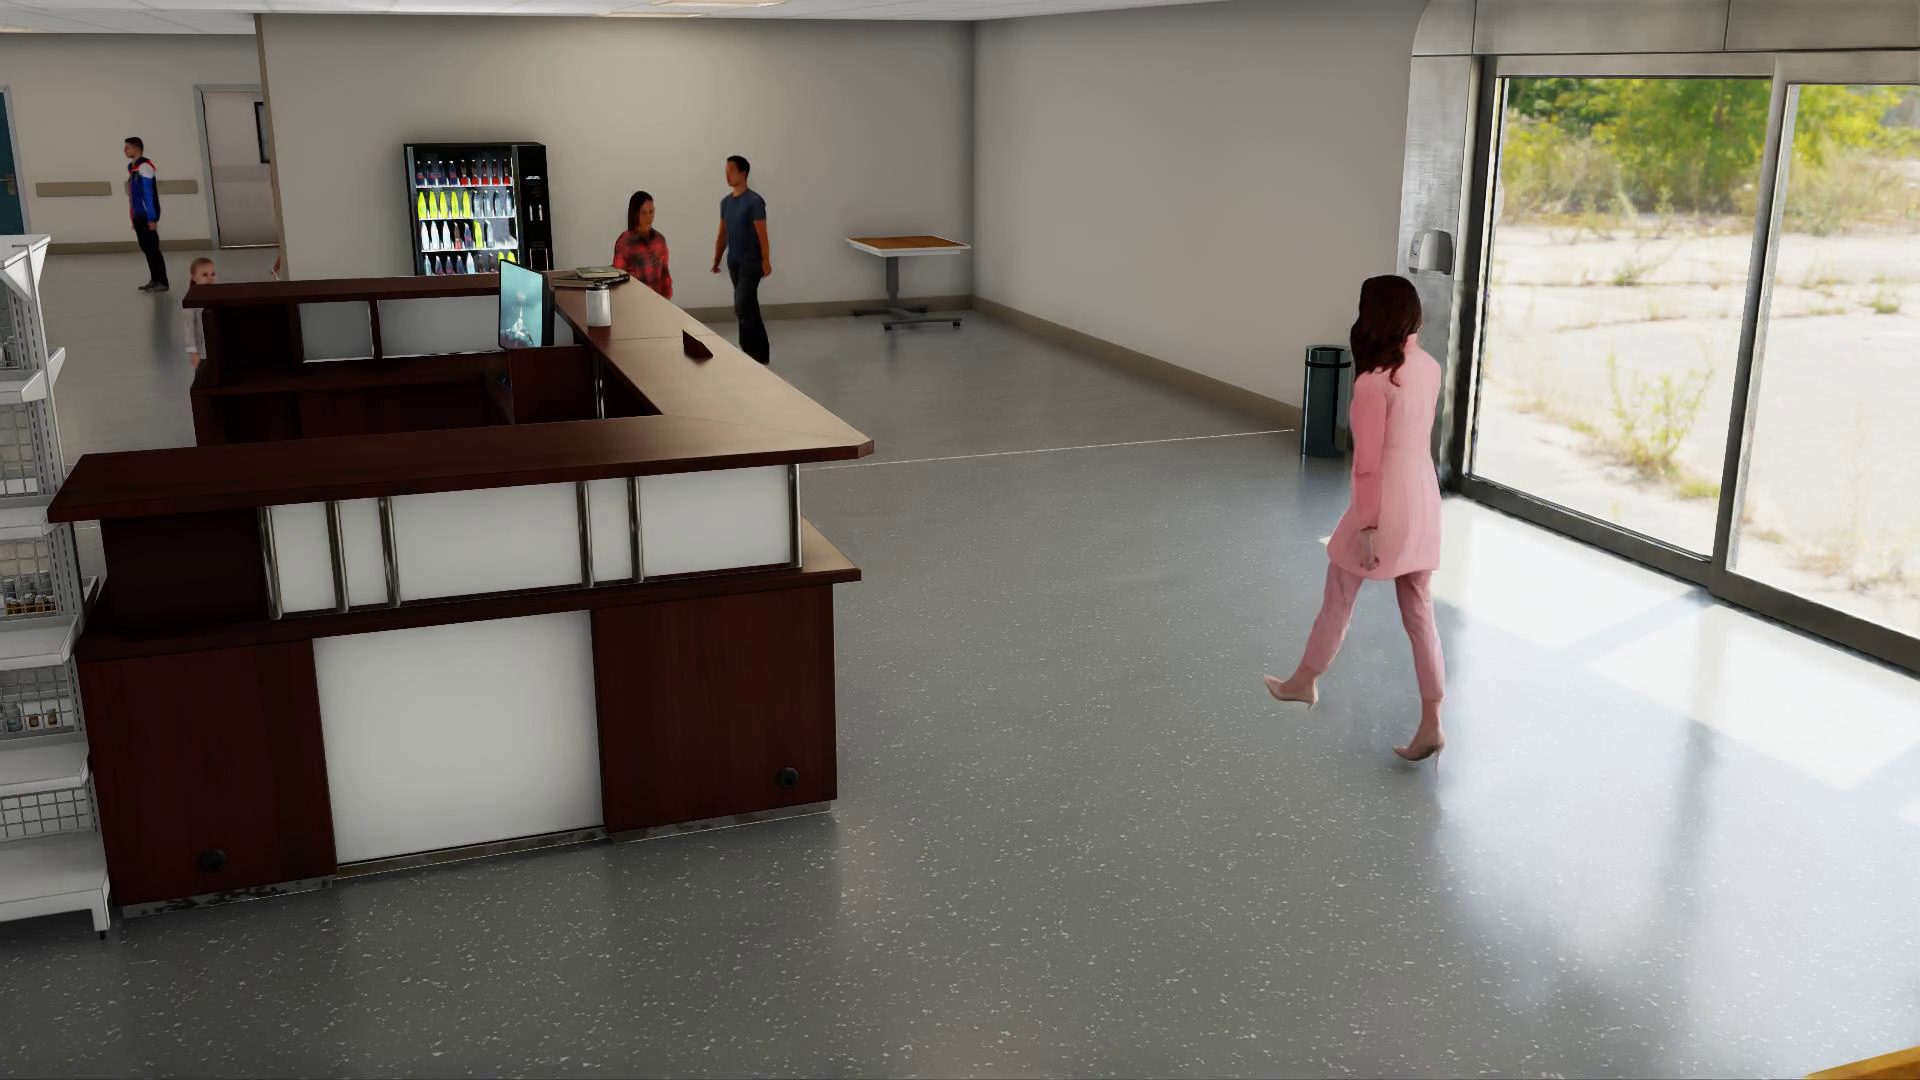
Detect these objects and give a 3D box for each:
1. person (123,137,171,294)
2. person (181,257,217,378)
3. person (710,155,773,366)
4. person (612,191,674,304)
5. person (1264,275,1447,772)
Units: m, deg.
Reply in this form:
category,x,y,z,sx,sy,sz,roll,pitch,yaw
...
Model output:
category,x,y,z,sx,sy,sz,roll,pitch,yaw
person,-9.425,-3.768,19.280,0.711,1.756,0.732,-15,22,-43
person,-5.120,-1.297,11.386,0.655,1.276,0.575,13,20,39
person,-1.753,-2.364,14.224,0.830,1.797,0.878,15,21,42
person,-2.319,-1.589,11.767,1.191,1.638,1.200,8,18,27
person,1.632,-0.024,5.991,1.065,1.761,0.837,-10,18,-31
